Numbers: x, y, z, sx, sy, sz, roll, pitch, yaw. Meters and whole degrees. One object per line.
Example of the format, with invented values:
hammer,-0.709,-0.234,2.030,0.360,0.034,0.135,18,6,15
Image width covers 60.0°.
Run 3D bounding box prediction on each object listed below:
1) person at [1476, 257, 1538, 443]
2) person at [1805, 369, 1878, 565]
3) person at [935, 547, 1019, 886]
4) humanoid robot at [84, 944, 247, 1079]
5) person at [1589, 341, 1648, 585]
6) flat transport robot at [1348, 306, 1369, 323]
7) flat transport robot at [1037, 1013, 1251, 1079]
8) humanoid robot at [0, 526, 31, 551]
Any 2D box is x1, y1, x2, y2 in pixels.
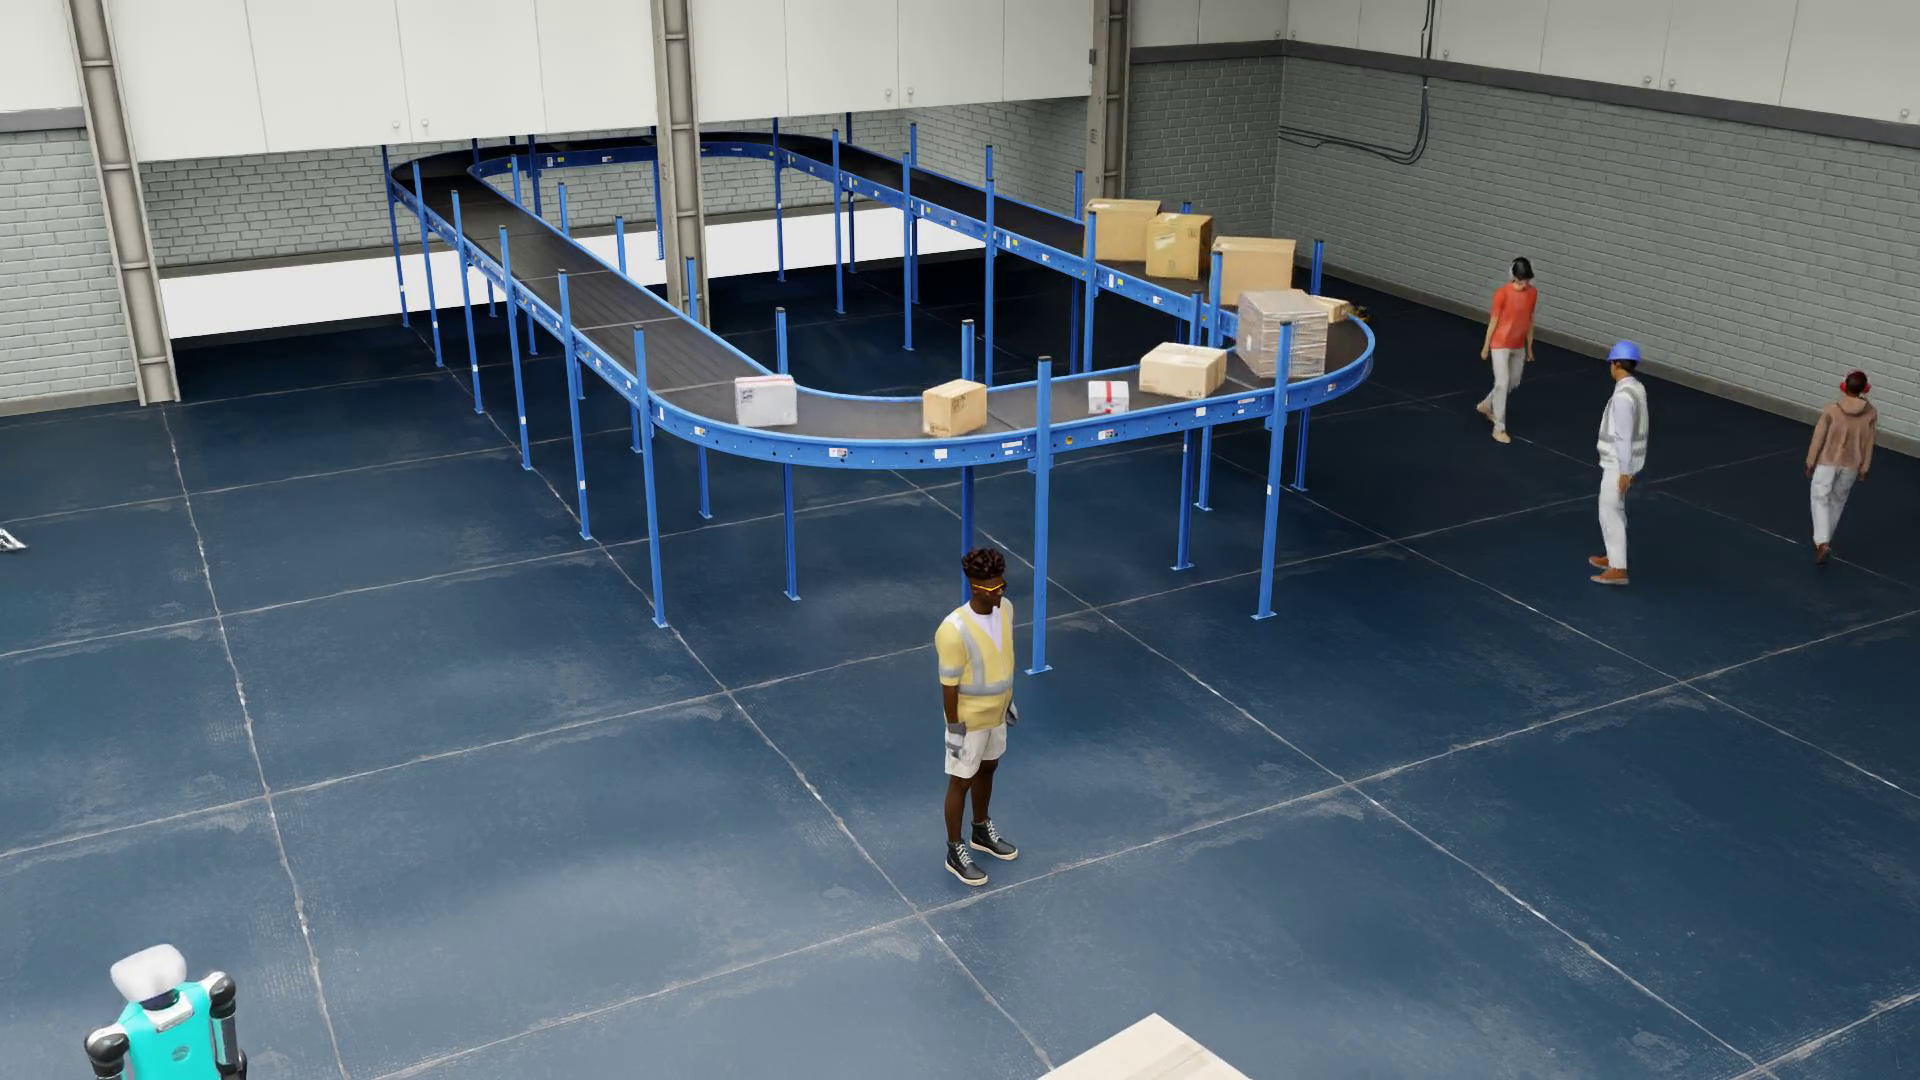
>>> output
person,5.410,-1.933,16.527,0.528,1.876,0.814,-8,23,-19
person,7.142,-0.589,13.517,0.469,1.630,0.704,5,23,12
person,0.113,0.954,9.257,0.368,1.966,0.600,16,27,34
humanoid robot,-3.138,2.239,6.430,0.913,1.788,0.544,17,27,35
person,5.234,-0.614,13.224,0.488,1.900,0.704,12,25,27
flat transport robot,4.348,-2.837,20.888,1.431,0.231,0.659,11,25,26
flat transport robot,0.869,2.920,6.657,1.431,0.231,0.659,-17,27,-36
humanoid robot,-8.221,-0.687,13.611,0.975,1.733,0.541,7,23,17
